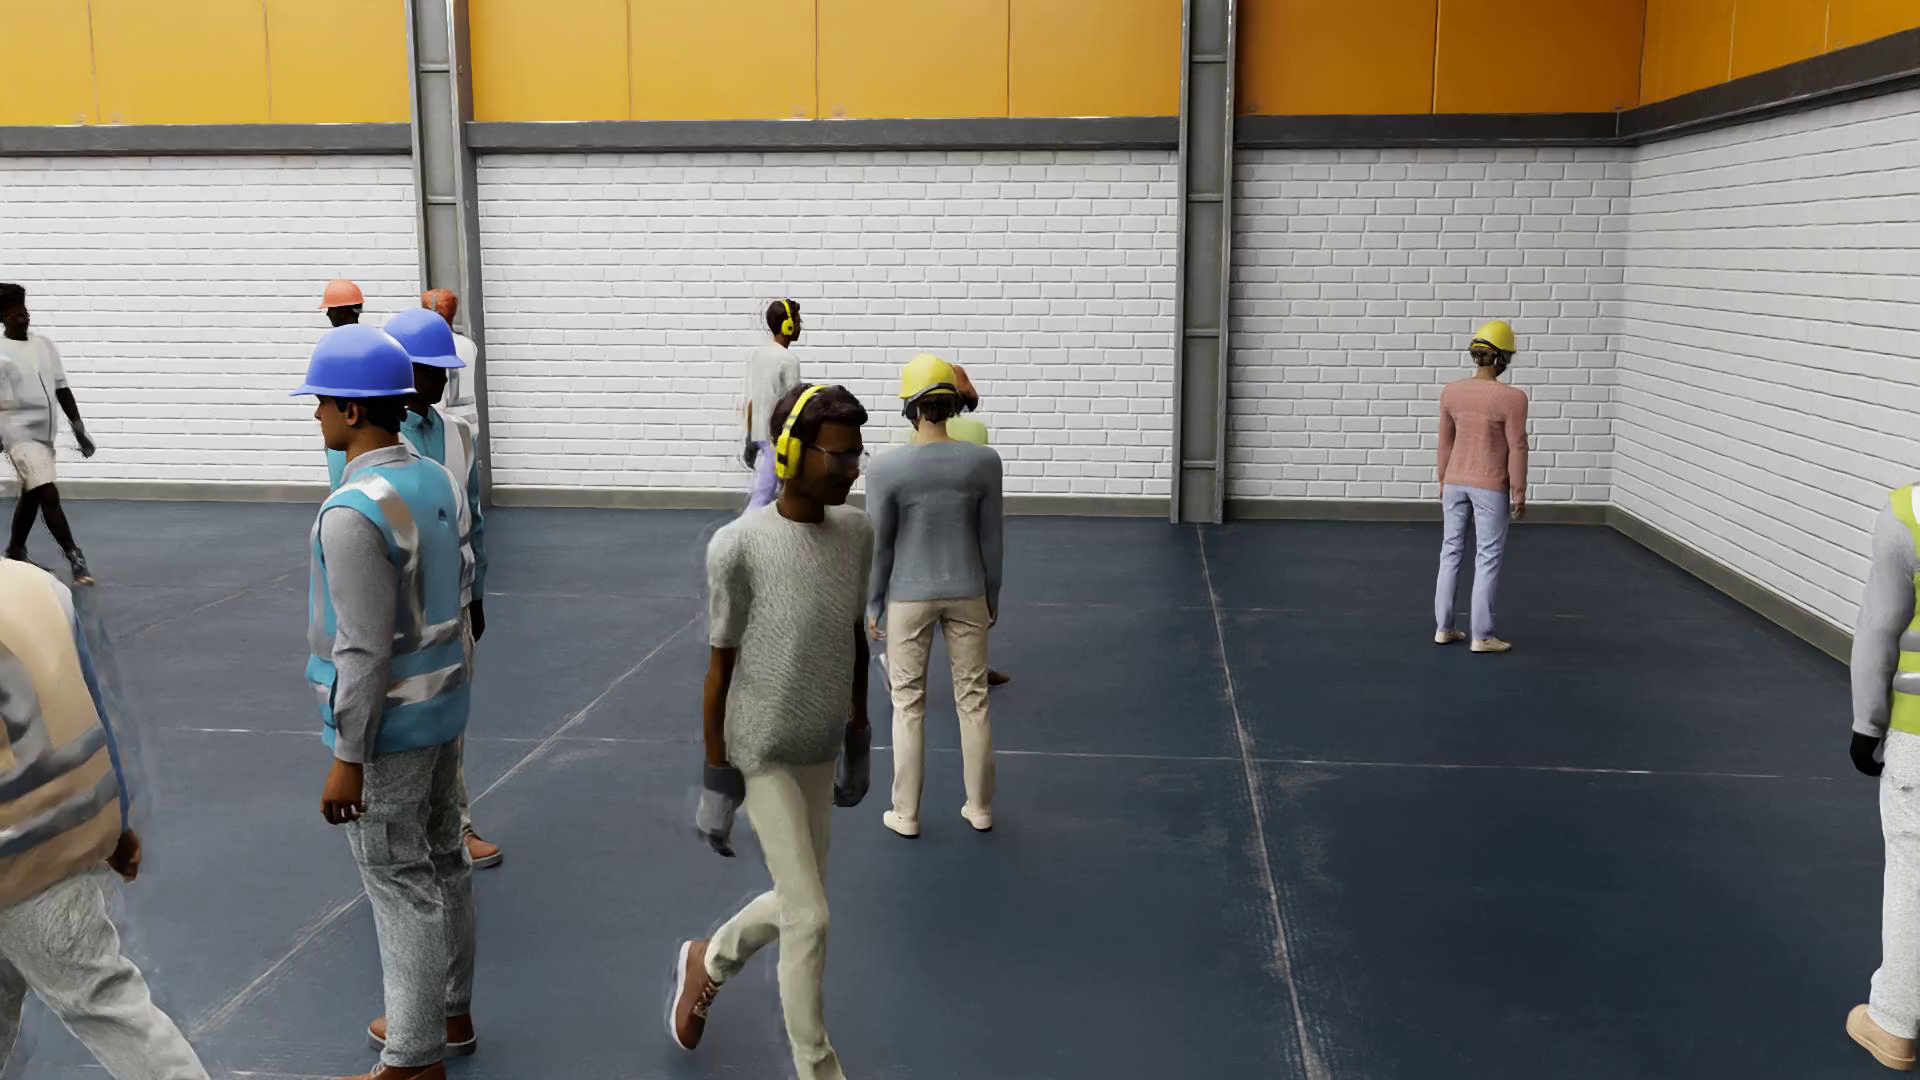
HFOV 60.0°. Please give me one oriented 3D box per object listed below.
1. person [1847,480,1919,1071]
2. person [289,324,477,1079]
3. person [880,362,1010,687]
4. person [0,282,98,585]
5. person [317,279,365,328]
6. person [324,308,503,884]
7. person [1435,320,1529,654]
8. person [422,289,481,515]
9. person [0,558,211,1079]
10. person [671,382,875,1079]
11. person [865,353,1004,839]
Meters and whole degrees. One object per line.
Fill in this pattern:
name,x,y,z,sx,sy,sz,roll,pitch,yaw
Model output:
person,2.617,0.475,4.280,0.625,1.838,0.430,2,10,10
person,-1.413,0.444,4.131,0.388,1.949,0.602,0,10,1
person,-0.083,-0.043,7.894,0.715,1.598,0.531,-7,12,-33
person,-5.873,-0.671,10.587,0.715,1.916,0.639,2,10,9
person,-4.020,-0.757,11.045,0.366,1.933,0.551,-5,11,-27
person,-1.807,0.202,5.563,0.415,1.939,0.608,6,11,29
person,2.767,-0.277,8.818,0.345,1.758,0.532,-8,13,-38
person,-3.229,-0.634,10.495,0.356,1.884,0.574,1,10,6
person,-1.987,0.654,3.523,0.959,1.764,0.591,-2,10,-10
person,-0.457,0.515,4.090,0.793,1.834,0.524,9,13,41
person,-0.099,0.209,6.041,0.527,1.761,0.338,-3,10,-15
